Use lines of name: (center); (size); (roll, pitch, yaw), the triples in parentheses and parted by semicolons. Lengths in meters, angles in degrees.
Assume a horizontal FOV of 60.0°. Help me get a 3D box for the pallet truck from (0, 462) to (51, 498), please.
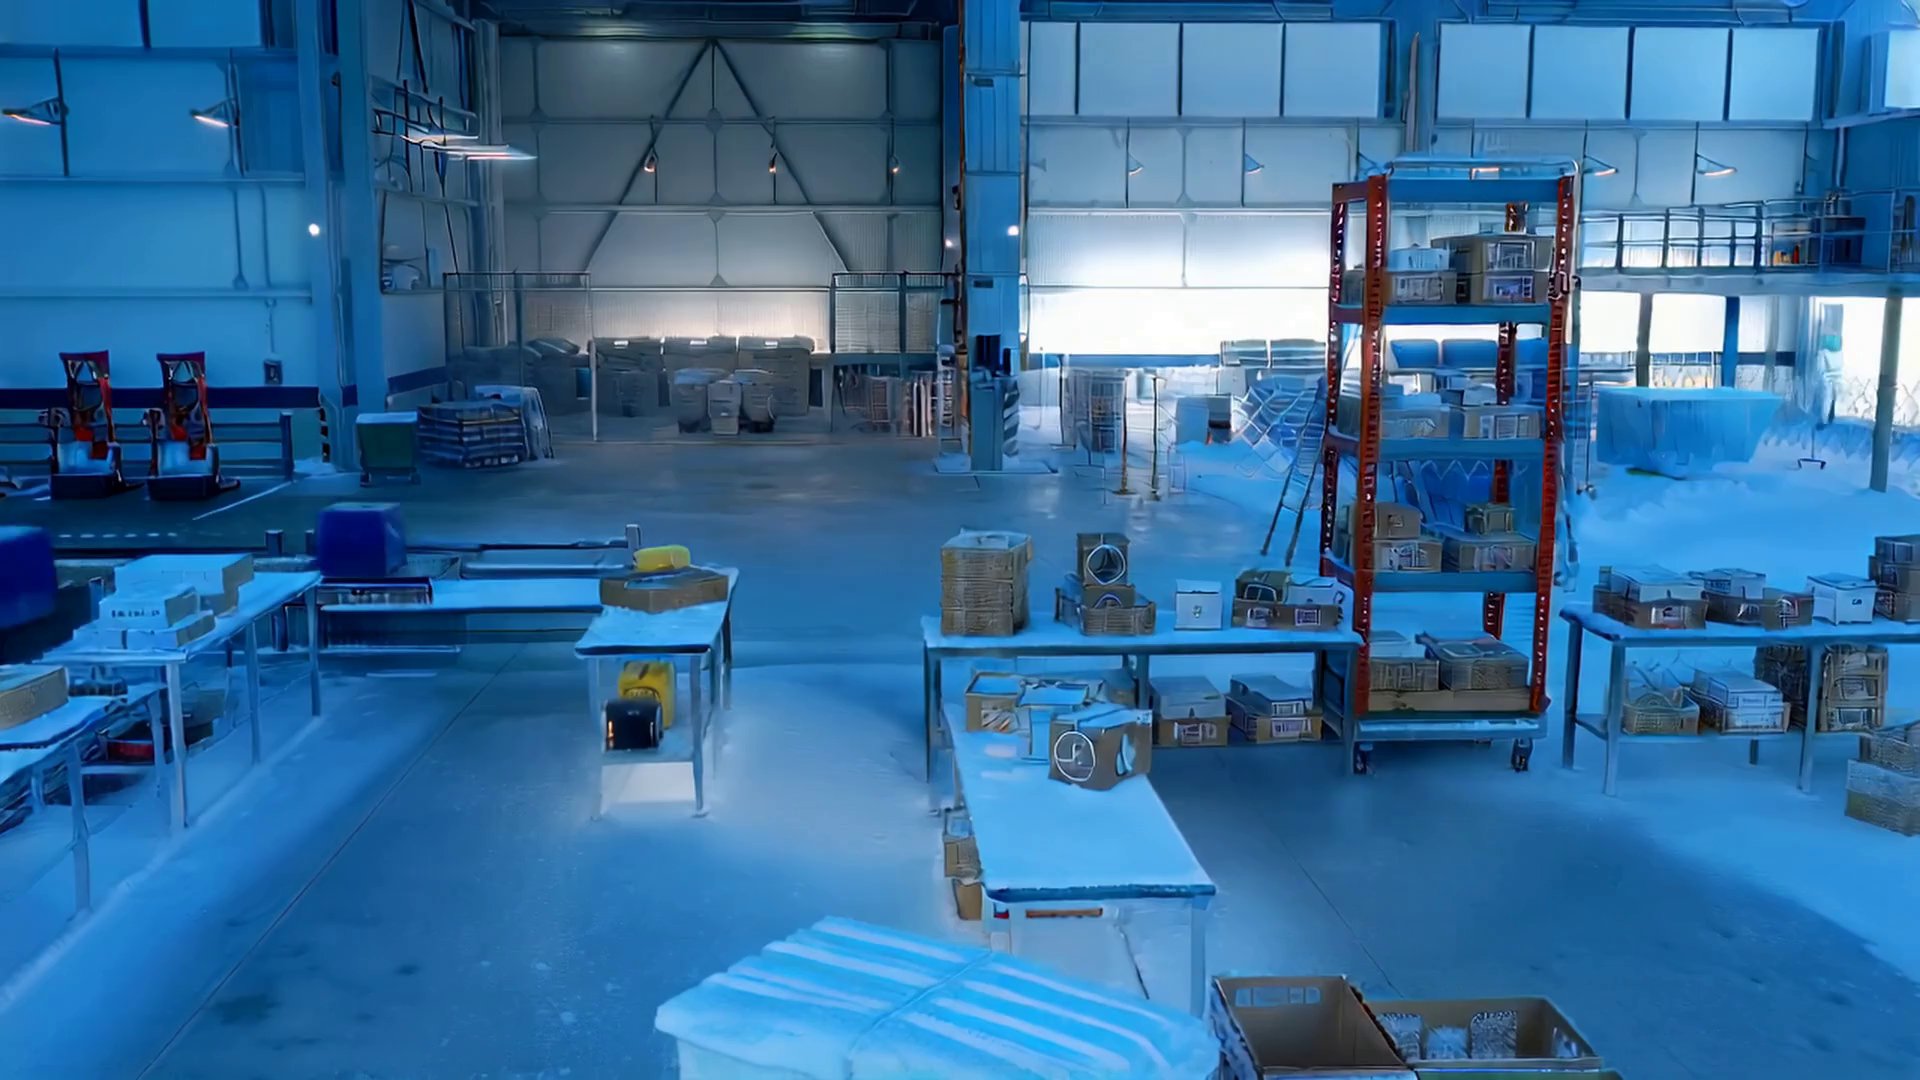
pallet truck: (-13.193, -1.293, 23.148); (0.653, 1.274, 1.630); (-1, 9, -4)

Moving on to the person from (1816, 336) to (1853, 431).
person: (17.085, -3.042, 32.456); (0.592, 1.834, 0.962); (-1, 9, -5)

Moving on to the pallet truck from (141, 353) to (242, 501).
pallet truck: (-10.520, -1.604, 22.925); (0.823, 1.965, 1.885); (-1, 9, -6)

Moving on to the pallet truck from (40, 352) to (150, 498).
pallet truck: (-11.907, -1.642, 23.165); (0.823, 1.965, 1.885); (0, 9, 0)
